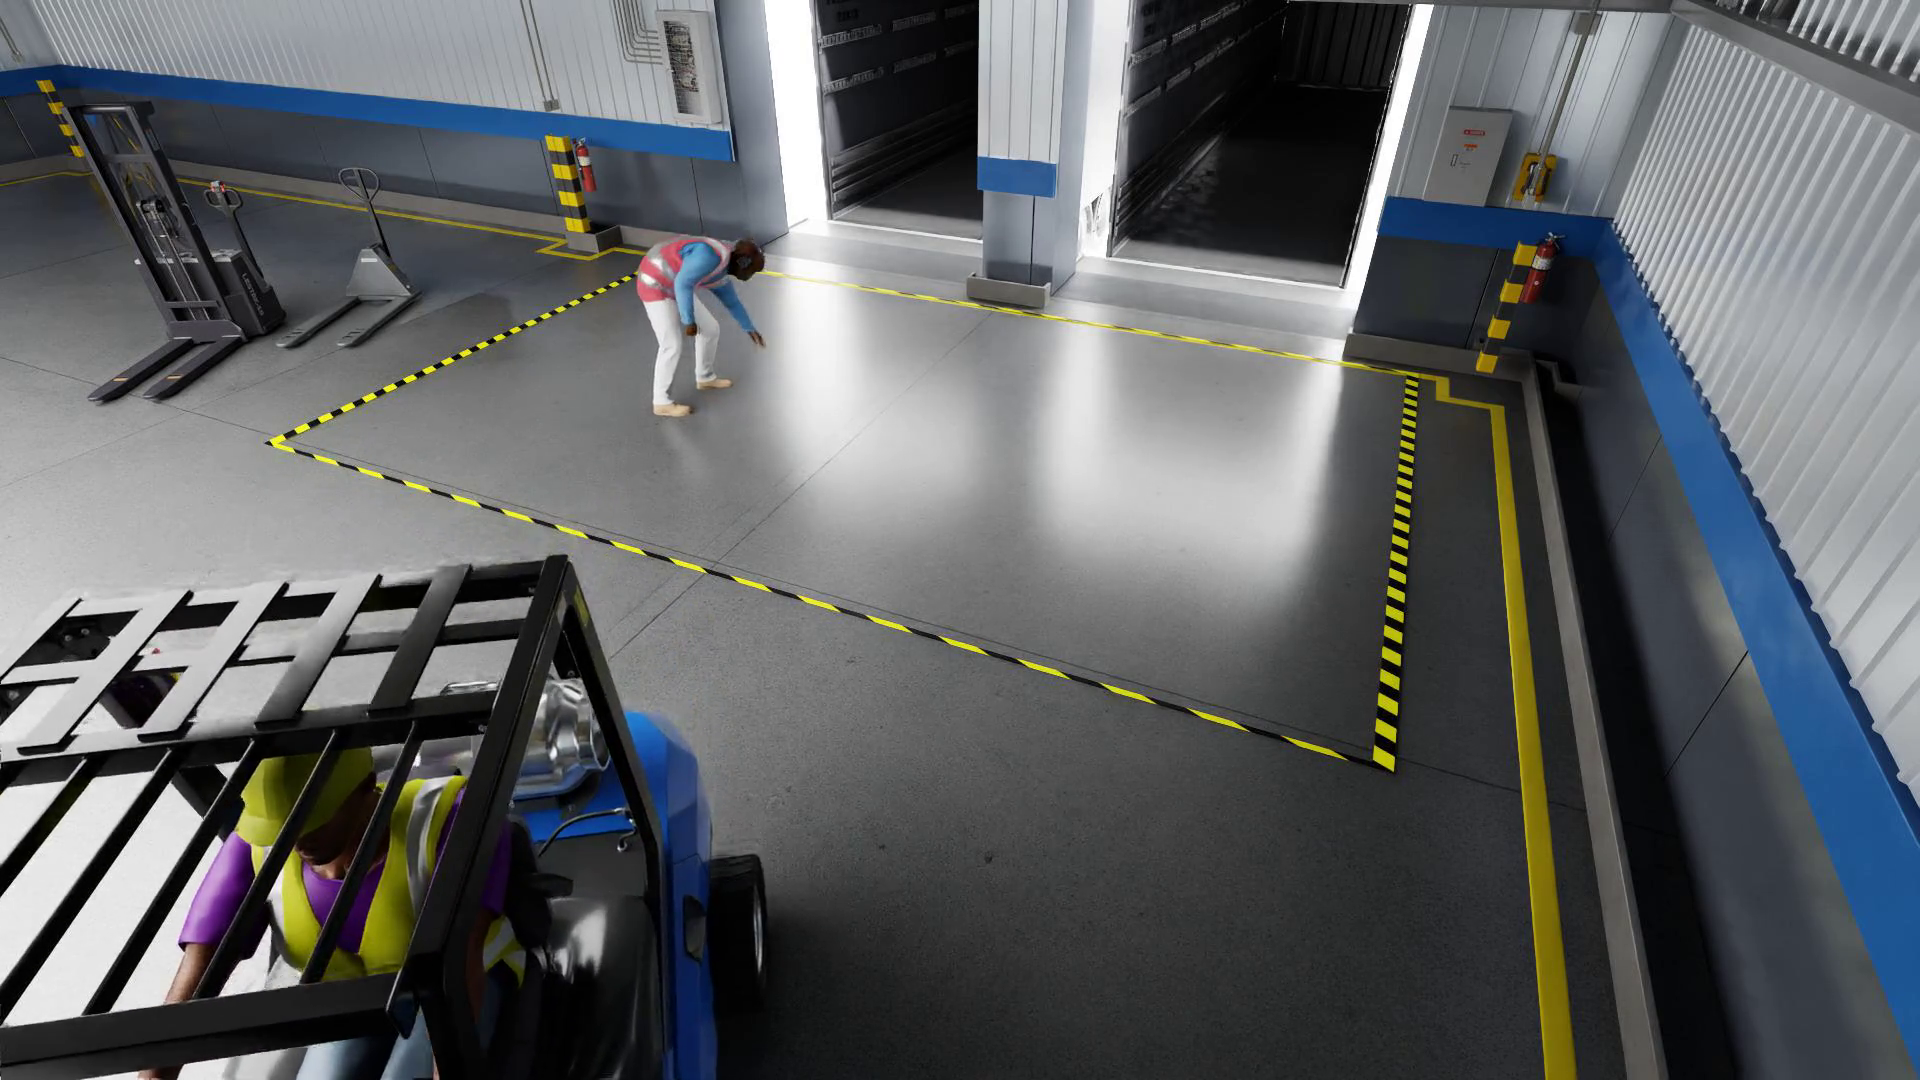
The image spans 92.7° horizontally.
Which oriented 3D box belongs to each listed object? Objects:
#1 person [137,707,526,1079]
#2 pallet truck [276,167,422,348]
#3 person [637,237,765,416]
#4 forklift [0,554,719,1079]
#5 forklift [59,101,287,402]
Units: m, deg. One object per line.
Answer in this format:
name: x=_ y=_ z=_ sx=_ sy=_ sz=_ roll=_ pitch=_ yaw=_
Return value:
person: x=-1.244 y=1.083 z=1.834 sx=0.635 sy=1.294 sz=1.004 roll=-5 pitch=35 yaw=-7
pallet truck: x=-5.732 y=-2.611 z=8.414 sx=0.680 sy=1.201 sz=1.601 roll=-1 pitch=35 yaw=-1
person: x=-1.975 y=-1.699 z=7.102 sx=0.853 sy=1.292 sz=0.971 roll=8 pitch=36 yaw=12
forklift: x=-1.246 y=1.202 z=1.990 sx=1.157 sy=2.036 sz=2.680 roll=-5 pitch=35 yaw=-7
forklift: x=-6.686 y=-2.387 z=7.434 sx=0.823 sy=1.965 sz=1.885 roll=-3 pitch=35 yaw=-5
